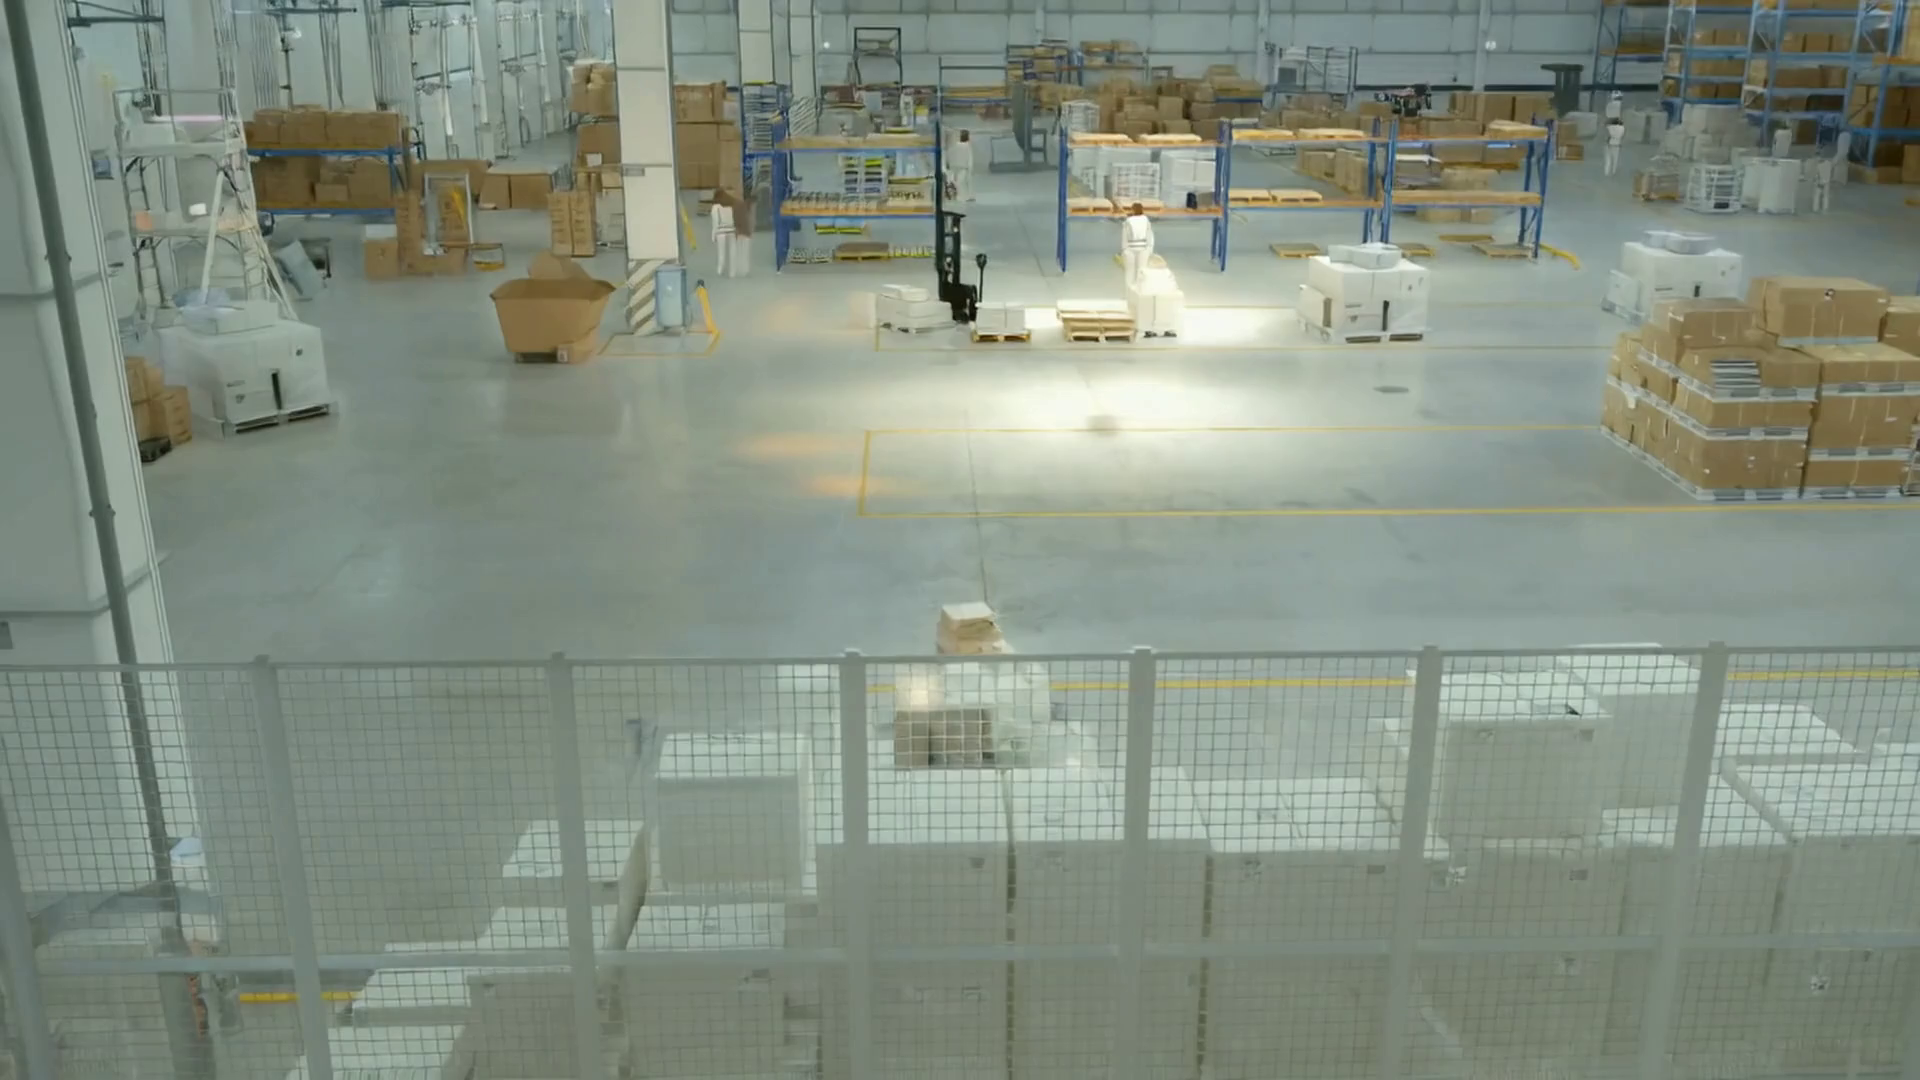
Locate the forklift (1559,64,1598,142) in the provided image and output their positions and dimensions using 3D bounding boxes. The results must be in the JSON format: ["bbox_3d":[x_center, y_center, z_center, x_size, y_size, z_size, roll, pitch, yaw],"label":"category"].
[{"bbox_3d":[23.205,-16.636,63.224,1.873,2.768,1.129,17,25,40],"label":"forklift"}]

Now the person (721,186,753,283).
[{"bbox_3d":[-4.552,-6.208,33.741,0.645,1.933,0.725,9,20,24],"label":"person"}]

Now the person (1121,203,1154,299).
[{"bbox_3d":[3.403,-5.554,31.970,0.619,1.836,0.431,-2,19,-5],"label":"person"}]

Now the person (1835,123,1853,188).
[{"bbox_3d":[25.935,-11.359,49.116,0.879,1.891,0.663,9,21,26],"label":"person"}]

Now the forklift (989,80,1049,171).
[{"bbox_3d":[1.889,-13.266,53.225,1.873,2.768,1.129,-1,19,-2],"label":"forklift"}]

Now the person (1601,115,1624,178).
[{"bbox_3d":[20.238,-12.206,51.593,0.658,1.898,0.561,-4,19,-12],"label":"person"}]

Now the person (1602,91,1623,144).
[{"bbox_3d":[24.411,-15.718,61.931,0.616,1.946,0.966,-12,22,-32],"label":"person"}]

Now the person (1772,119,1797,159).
[{"bbox_3d":[24.687,-11.595,49.737,0.626,1.911,1.001,0,19,0],"label":"person"}]

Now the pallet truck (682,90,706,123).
[{"bbox_3d":[-9.671,-15.907,62.421,0.823,1.965,1.885,5,19,15],"label":"pallet truck"}]

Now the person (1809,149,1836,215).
[{"bbox_3d":[22.516,-9.336,43.387,0.542,1.699,0.316,-1,19,-3],"label":"person"}]

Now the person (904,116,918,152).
[{"bbox_3d":[-1.566,-12.766,53.511,0.480,1.733,0.333,-7,20,-20],"label":"person"}]

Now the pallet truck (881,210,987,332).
[{"bbox_3d":[-0.493,-4.759,29.349,1.885,1.965,0.823,-13,23,-34],"label":"pallet truck"}]

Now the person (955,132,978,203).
[{"bbox_3d":[0.155,-10.256,45.825,0.657,1.885,0.923,16,25,40],"label":"person"}]

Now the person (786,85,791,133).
[{"bbox_3d":[-6.810,-17.246,66.561,0.971,1.886,0.563,-7,20,-20],"label":"person"}]

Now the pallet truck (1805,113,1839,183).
[{"bbox_3d":[26.403,-11.957,50.702,0.823,1.965,1.885,6,19,16],"label":"pallet truck"}]

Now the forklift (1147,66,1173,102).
[{"bbox_3d":[7.425,-16.286,62.184,1.129,2.768,1.873,-9,21,-25],"label":"forklift"}]

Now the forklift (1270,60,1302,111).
[{"bbox_3d":[13.193,-17.912,67.008,1.129,2.768,1.873,-1,19,-1],"label":"forklift"}]

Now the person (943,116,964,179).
[{"bbox_3d":[-0.171,-12.069,51.183,0.661,1.897,0.957,-3,19,-9],"label":"person"}]

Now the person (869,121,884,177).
[{"bbox_3d":[-2.513,-11.879,50.792,0.535,1.803,0.962,-16,24,-39],"label":"person"}]

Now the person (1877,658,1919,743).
[{"bbox_3d":[6.190,1.560,10.801,0.528,1.869,0.313,3,19,8],"label":"person"}]

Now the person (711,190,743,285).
[{"bbox_3d":[-4.705,-6.099,33.519,0.585,1.874,0.479,-18,25,-42],"label":"person"}]

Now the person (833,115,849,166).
[{"bbox_3d":[-3.911,-13.147,54.782,0.514,1.642,0.310,2,19,7],"label":"person"}]
